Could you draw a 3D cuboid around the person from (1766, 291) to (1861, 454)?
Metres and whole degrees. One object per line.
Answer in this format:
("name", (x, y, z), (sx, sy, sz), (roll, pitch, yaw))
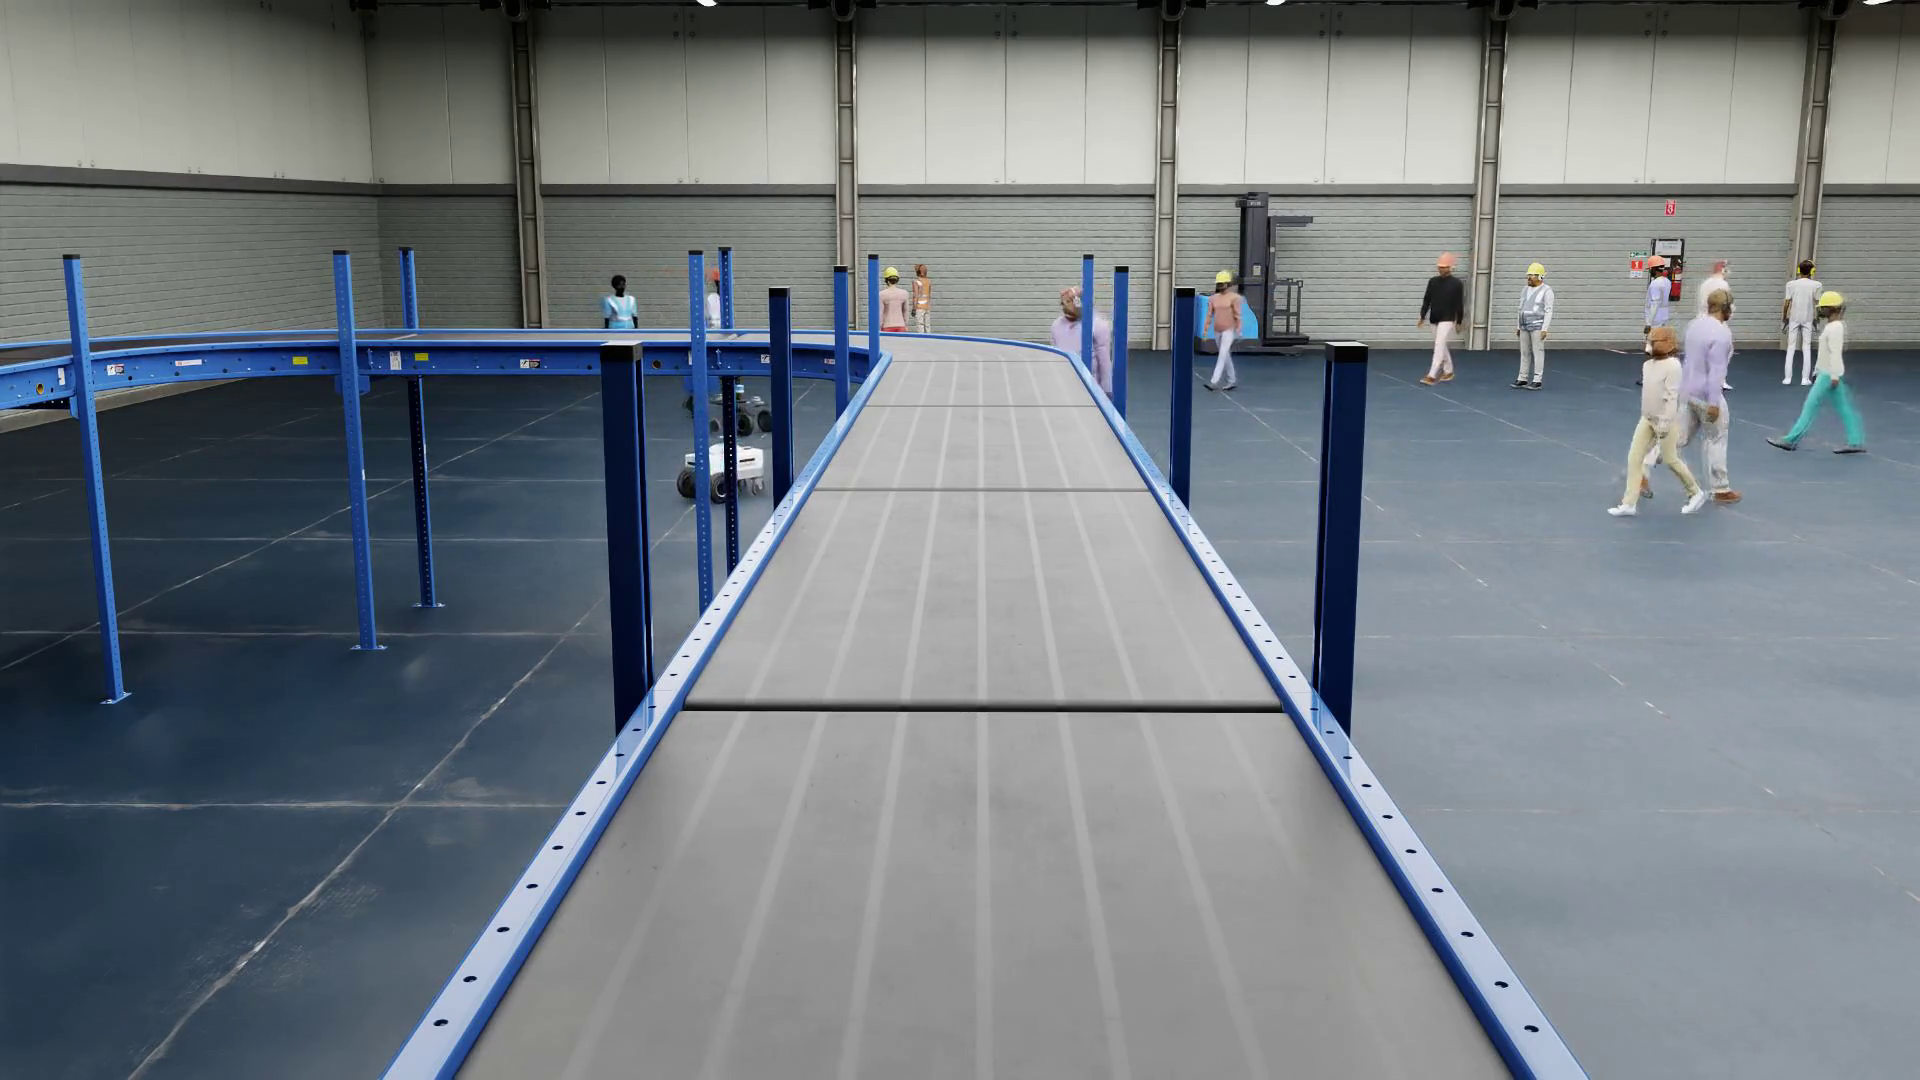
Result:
("person", (9.189, -1.778, 17.690), (0.926, 1.710, 0.548), (6, 12, 28))

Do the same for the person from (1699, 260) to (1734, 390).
("person", (10.998, -3.109, 24.115), (0.638, 1.877, 0.666), (0, 11, -2))

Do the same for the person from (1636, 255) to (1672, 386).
("person", (10.359, -3.273, 24.836), (0.375, 1.927, 0.543), (9, 14, 40))

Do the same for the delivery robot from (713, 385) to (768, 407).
("delivery robot", (-2.576, -1.694, 19.461), (0.698, 0.223, 0.335), (7, 13, 33))

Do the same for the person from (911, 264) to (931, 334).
("person", (-0.705, -4.235, 30.511), (0.307, 1.645, 0.514), (7, 13, 32))

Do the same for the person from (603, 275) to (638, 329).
("person", (-4.997, -3.066, 24.440), (0.535, 1.665, 0.814), (-9, 14, -39))

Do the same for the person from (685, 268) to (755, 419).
("person", (-3.019, -2.448, 20.687), (0.956, 1.908, 0.540), (6, 13, 30))

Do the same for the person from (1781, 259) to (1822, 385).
("person", (12.599, -3.257, 24.917), (0.532, 1.864, 0.310), (6, 12, 27))

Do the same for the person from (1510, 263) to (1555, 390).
("person", (8.363, -3.124, 24.313), (0.404, 1.833, 0.590), (-6, 12, -27))

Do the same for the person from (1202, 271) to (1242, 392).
("person", (3.756, -3.001, 23.971), (0.913, 1.712, 0.550), (-11, 15, -44))

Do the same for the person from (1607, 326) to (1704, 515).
("person", (5.931, -1.004, 14.007), (0.777, 1.605, 0.499), (-3, 11, -14))

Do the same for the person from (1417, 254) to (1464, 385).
("person", (7.298, -3.349, 25.187), (0.984, 1.955, 0.621), (-7, 13, -33))

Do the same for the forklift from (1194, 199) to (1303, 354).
("forklift", (5.313, -4.851, 30.603), (1.873, 2.768, 1.129), (0, 11, 1))

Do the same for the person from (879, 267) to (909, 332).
("person", (-0.994, -3.110, 24.415), (0.525, 1.769, 0.308), (-6, 12, -28))

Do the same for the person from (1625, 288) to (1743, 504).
("person", (6.448, -1.266, 14.642), (0.932, 1.897, 0.667), (-1, 11, -3))

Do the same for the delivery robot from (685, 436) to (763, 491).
("delivery robot", (-2.118, -0.692, 14.979), (0.477, 0.478, 0.707), (10, 15, 42))

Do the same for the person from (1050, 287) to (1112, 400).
("person", (1.164, -1.501, 15.954), (0.640, 1.850, 0.965), (10, 15, 42))
